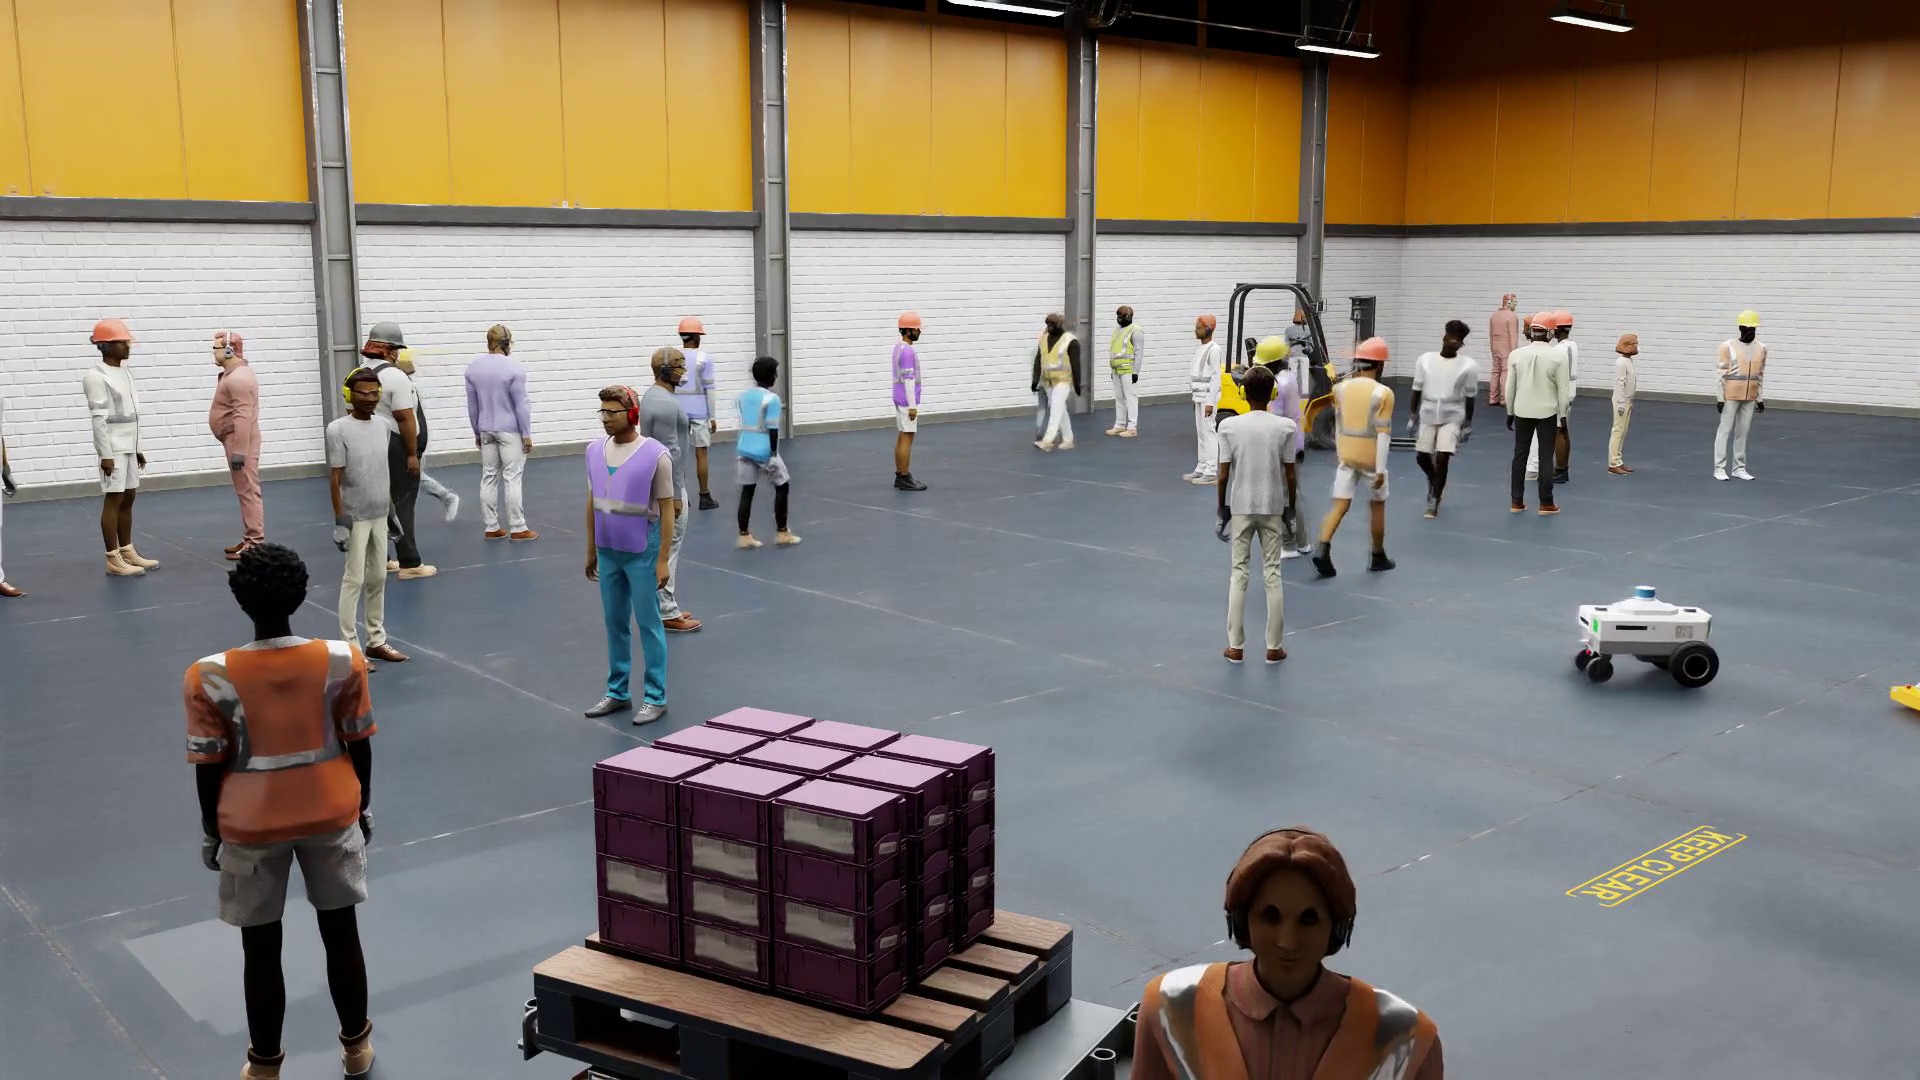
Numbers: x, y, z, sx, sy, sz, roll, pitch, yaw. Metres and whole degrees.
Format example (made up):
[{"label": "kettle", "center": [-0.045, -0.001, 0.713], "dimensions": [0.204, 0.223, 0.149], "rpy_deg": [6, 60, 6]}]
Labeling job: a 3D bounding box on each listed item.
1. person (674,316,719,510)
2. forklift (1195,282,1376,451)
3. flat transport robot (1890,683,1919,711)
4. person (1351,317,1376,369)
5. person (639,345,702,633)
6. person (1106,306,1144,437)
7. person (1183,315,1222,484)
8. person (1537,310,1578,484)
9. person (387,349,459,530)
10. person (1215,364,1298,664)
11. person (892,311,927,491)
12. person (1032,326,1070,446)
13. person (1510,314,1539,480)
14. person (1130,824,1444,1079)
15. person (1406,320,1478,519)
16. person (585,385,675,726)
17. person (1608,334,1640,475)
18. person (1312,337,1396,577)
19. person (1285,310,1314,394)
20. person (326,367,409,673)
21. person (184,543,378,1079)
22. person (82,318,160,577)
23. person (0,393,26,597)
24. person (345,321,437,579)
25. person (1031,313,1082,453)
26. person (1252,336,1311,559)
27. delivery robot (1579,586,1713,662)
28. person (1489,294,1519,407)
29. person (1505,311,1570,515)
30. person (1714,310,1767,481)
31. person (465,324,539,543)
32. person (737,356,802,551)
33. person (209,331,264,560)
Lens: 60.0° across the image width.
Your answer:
[{"label": "person", "center": [-2.689, -1.264, 16.650], "dimensions": [0.548, 1.934, 0.375], "rpy_deg": [2, 10, 14]}, {"label": "forklift", "center": [4.328, -2.346, 22.227], "dimensions": [2.313, 2.155, 1.214], "rpy_deg": [3, 10, 16]}, {"label": "flat transport robot", "center": [5.991, 0.852, 9.123], "dimensions": [1.431, 0.197, 0.652], "rpy_deg": [-1, 10, -6]}, {"label": "person", "center": [6.187, -2.698, 25.544], "dimensions": [0.329, 1.765, 0.526], "rpy_deg": [-2, 10, -11]}, {"label": "person", "center": [-1.978, -0.344, 11.253], "dimensions": [0.355, 1.938, 0.637], "rpy_deg": [-3, 10, -18]}, {"label": "person", "center": [2.311, -2.372, 23.414], "dimensions": [0.429, 1.840, 0.636], "rpy_deg": [-5, 11, -28]}, {"label": "person", "center": [2.727, -1.559, 18.538], "dimensions": [0.356, 1.880, 0.572], "rpy_deg": [-1, 10, -8]}, {"label": "person", "center": [6.685, -1.597, 18.593], "dimensions": [0.355, 1.934, 0.553], "rpy_deg": [6, 11, 32]}, {"label": "person", "center": [-5.096, -0.952, 15.443], "dimensions": [0.722, 1.720, 0.491], "rpy_deg": [-9, 13, -43]}, {"label": "person", "center": [1.848, -0.156, 10.357], "dimensions": [0.507, 1.872, 0.329], "rpy_deg": [2, 10, 9]}, {"label": "person", "center": [-0.549, -1.506, 18.056], "dimensions": [0.356, 1.936, 0.551], "rpy_deg": [-2, 10, -12]}, {"label": "person", "center": [1.206, -2.052, 22.181], "dimensions": [0.506, 1.622, 0.390], "rpy_deg": [3, 10, 16]}, {"label": "person", "center": [6.491, -1.616, 18.851], "dimensions": [0.355, 1.887, 0.573], "rpy_deg": [2, 10, 12]}, {"label": "person", "center": [0.515, 1.257, 2.739], "dimensions": [0.515, 1.645, 0.308], "rpy_deg": [3, 10, 15]}, {"label": "person", "center": [4.704, -1.188, 16.201], "dimensions": [0.645, 1.932, 0.641], "rpy_deg": [5, 11, 28]}, {"label": "person", "center": [-1.799, 0.075, 9.068], "dimensions": [0.570, 1.844, 0.377], "rpy_deg": [5, 11, 29]}, {"label": "person", "center": [7.757, -1.586, 19.407], "dimensions": [0.278, 1.636, 0.505], "rpy_deg": [6, 11, 32]}, {"label": "person", "center": [3.150, -0.650, 13.178], "dimensions": [0.897, 1.908, 0.556], "rpy_deg": [-9, 14, -44]}, {"label": "person", "center": [5.715, -3.057, 28.024], "dimensions": [0.498, 1.634, 0.279], "rpy_deg": [3, 10, 17]}, {"label": "person", "center": [-3.642, -0.132, 10.228], "dimensions": [0.317, 1.865, 0.523], "rpy_deg": [4, 11, 24]}, {"label": "person", "center": [-2.013, 0.845, 4.989], "dimensions": [0.535, 1.700, 0.318], "rpy_deg": [-6, 11, -31]}, {"label": "person", "center": [-6.678, -0.737, 13.235], "dimensions": [0.365, 2.048, 0.608], "rpy_deg": [-1, 10, -3]}, {"label": "person", "center": [-7.170, -0.473, 12.209], "dimensions": [0.329, 1.871, 0.513], "rpy_deg": [3, 10, 18]}, {"label": "person", "center": [-4.475, -0.719, 13.148], "dimensions": [0.679, 2.000, 0.537], "rpy_deg": [6, 11, 32]}, {"label": "person", "center": [1.213, -2.034, 21.577], "dimensions": [0.937, 1.788, 0.622], "rpy_deg": [-9, 13, -44]}, {"label": "person", "center": [2.698, -0.769, 13.924], "dimensions": [0.490, 1.877, 0.703], "rpy_deg": [4, 11, 23]}, {"label": "delivery robot", "center": [4.096, 0.520, 9.963], "dimensions": [0.707, 0.478, 0.477], "rpy_deg": [1, 10, 5]}, {"label": "person", "center": [9.190, -3.186, 28.000], "dimensions": [0.400, 1.903, 0.644], "rpy_deg": [-3, 10, -17]}, {"label": "person", "center": [5.688, -1.248, 16.379], "dimensions": [0.619, 1.992, 0.396], "rpy_deg": [8, 12, 38]}, {"label": "person", "center": [8.839, -1.632, 18.824], "dimensions": [0.587, 1.928, 0.382], "rpy_deg": [-1, 10, -9]}, {"label": "person", "center": [-4.063, -0.938, 14.745], "dimensions": [0.627, 1.934, 0.371], "rpy_deg": [4, 10, 21]}, {"label": "person", "center": [-1.659, -0.752, 14.400], "dimensions": [0.551, 1.667, 0.687], "rpy_deg": [9, 13, 41]}, {"label": "person", "center": [-6.065, -0.788, 13.946], "dimensions": [0.400, 1.910, 0.643], "rpy_deg": [-4, 10, -21]}]
